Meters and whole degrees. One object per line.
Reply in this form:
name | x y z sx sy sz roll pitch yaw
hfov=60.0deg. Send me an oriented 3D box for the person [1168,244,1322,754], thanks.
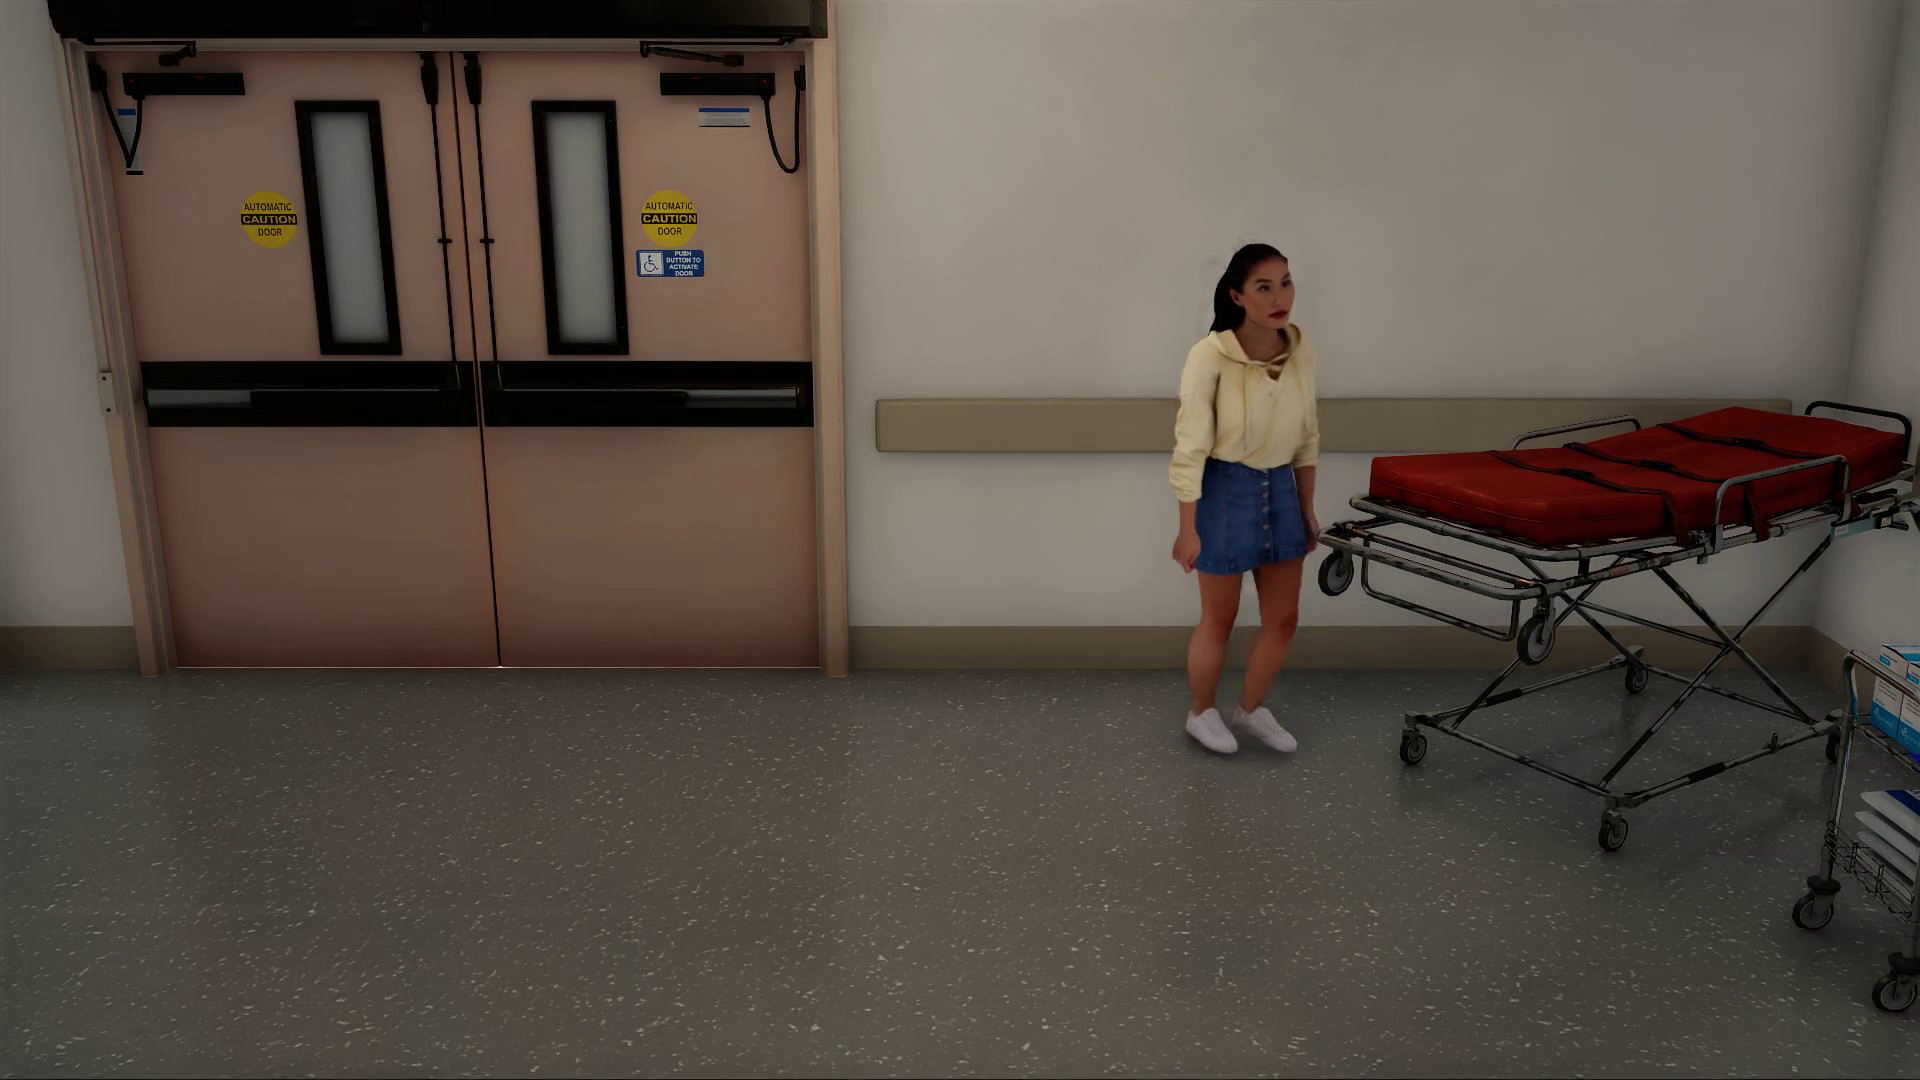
person | 0.845 -0.087 5.076 0.805 1.600 0.828 -10 19 -33
